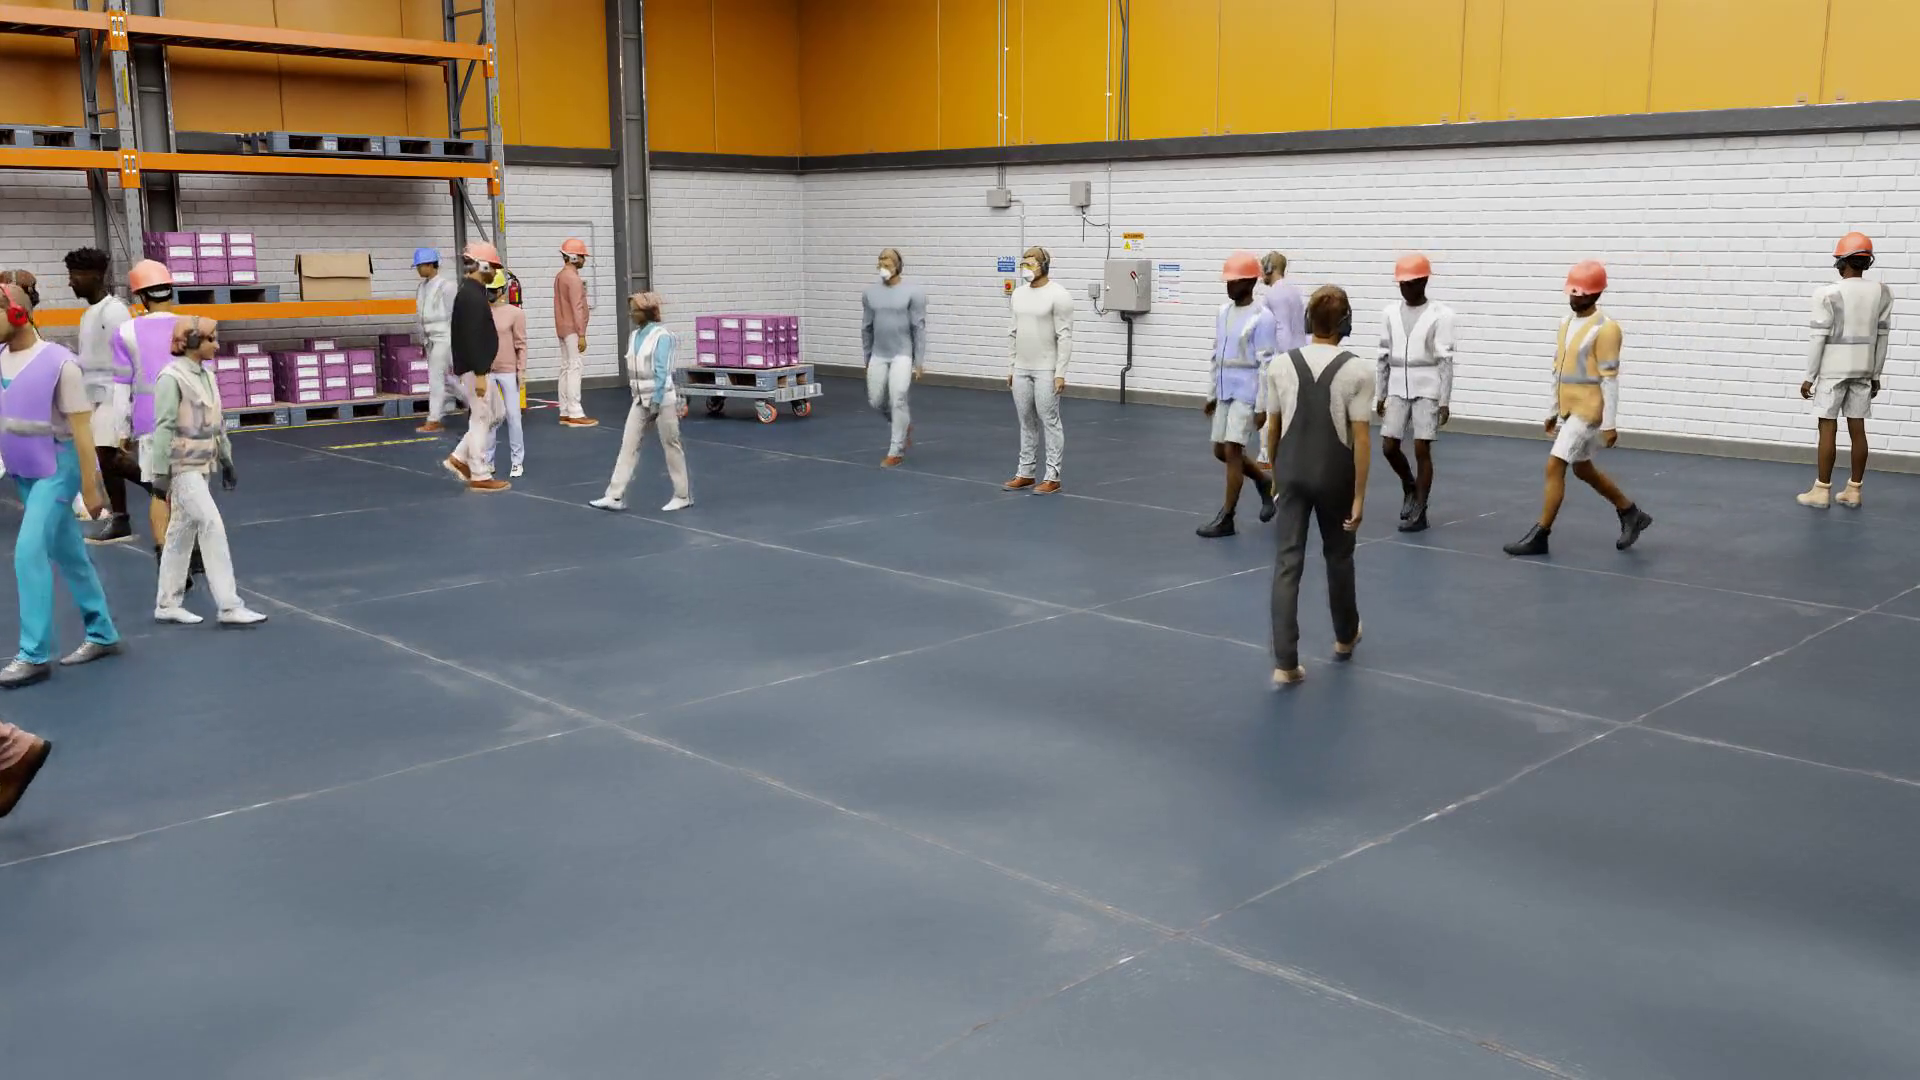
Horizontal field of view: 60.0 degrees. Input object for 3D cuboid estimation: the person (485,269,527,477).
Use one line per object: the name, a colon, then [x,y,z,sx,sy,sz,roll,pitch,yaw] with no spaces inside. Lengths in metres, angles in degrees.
person: [-3.881,-1.398,13.931,0.522,1.765,0.317,1,10,6]

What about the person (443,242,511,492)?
person: [-3.773,-1.345,13.069,0.456,1.968,0.651,-3,11,-17]

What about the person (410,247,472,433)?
person: [-5.365,-2.090,17.325,0.630,1.913,0.871,8,13,38]

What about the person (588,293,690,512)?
person: [-2.308,-0.976,12.054,0.531,1.601,0.816,10,15,44]

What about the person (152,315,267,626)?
person: [-3.884,-0.349,8.606,0.747,1.601,0.539,0,10,-1]

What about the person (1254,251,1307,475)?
person: [2.722,-1.478,14.030,0.721,1.883,0.653,5,12,27]

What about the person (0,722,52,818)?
person: [-3.335,0.126,5.294,0.618,1.885,0.660,-7,13,-35]

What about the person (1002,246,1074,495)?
person: [0.604,-1.324,13.041,0.367,1.939,0.634,-10,14,-44]

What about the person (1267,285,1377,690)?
person: [1.657,-0.263,7.643,0.513,1.793,0.959,5,11,23]

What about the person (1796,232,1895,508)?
person: [6.562,-1.253,12.370,0.610,2.043,0.375,-1,10,-5]

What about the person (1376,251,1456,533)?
person: [3.112,-1.009,11.392,0.580,1.916,0.525,9,14,40]

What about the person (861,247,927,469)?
person: [-0.555,-1.606,14.640,0.643,1.924,0.644,5,12,25]

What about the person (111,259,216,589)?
person: [-4.577,-0.666,9.606,0.553,1.899,0.931,-4,11,-21]

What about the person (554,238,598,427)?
person: [-4.099,-2.203,17.689,0.399,1.989,0.623,-6,12,-31]

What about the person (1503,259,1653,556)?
person: [3.981,-0.824,10.494,0.961,1.884,0.553,-1,10,-8]

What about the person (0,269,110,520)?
person: [-6.558,-0.973,11.532,0.951,1.802,0.626,-4,11,-19]

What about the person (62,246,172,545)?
person: [-5.506,-0.935,10.882,0.508,1.948,0.642,-10,14,-43]

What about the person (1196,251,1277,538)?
person: [1.928,-0.982,11.229,0.717,1.923,0.564,-5,12,-27]

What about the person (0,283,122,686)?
person: [-4.277,-0.257,7.598,0.577,1.796,0.870,5,12,27]
